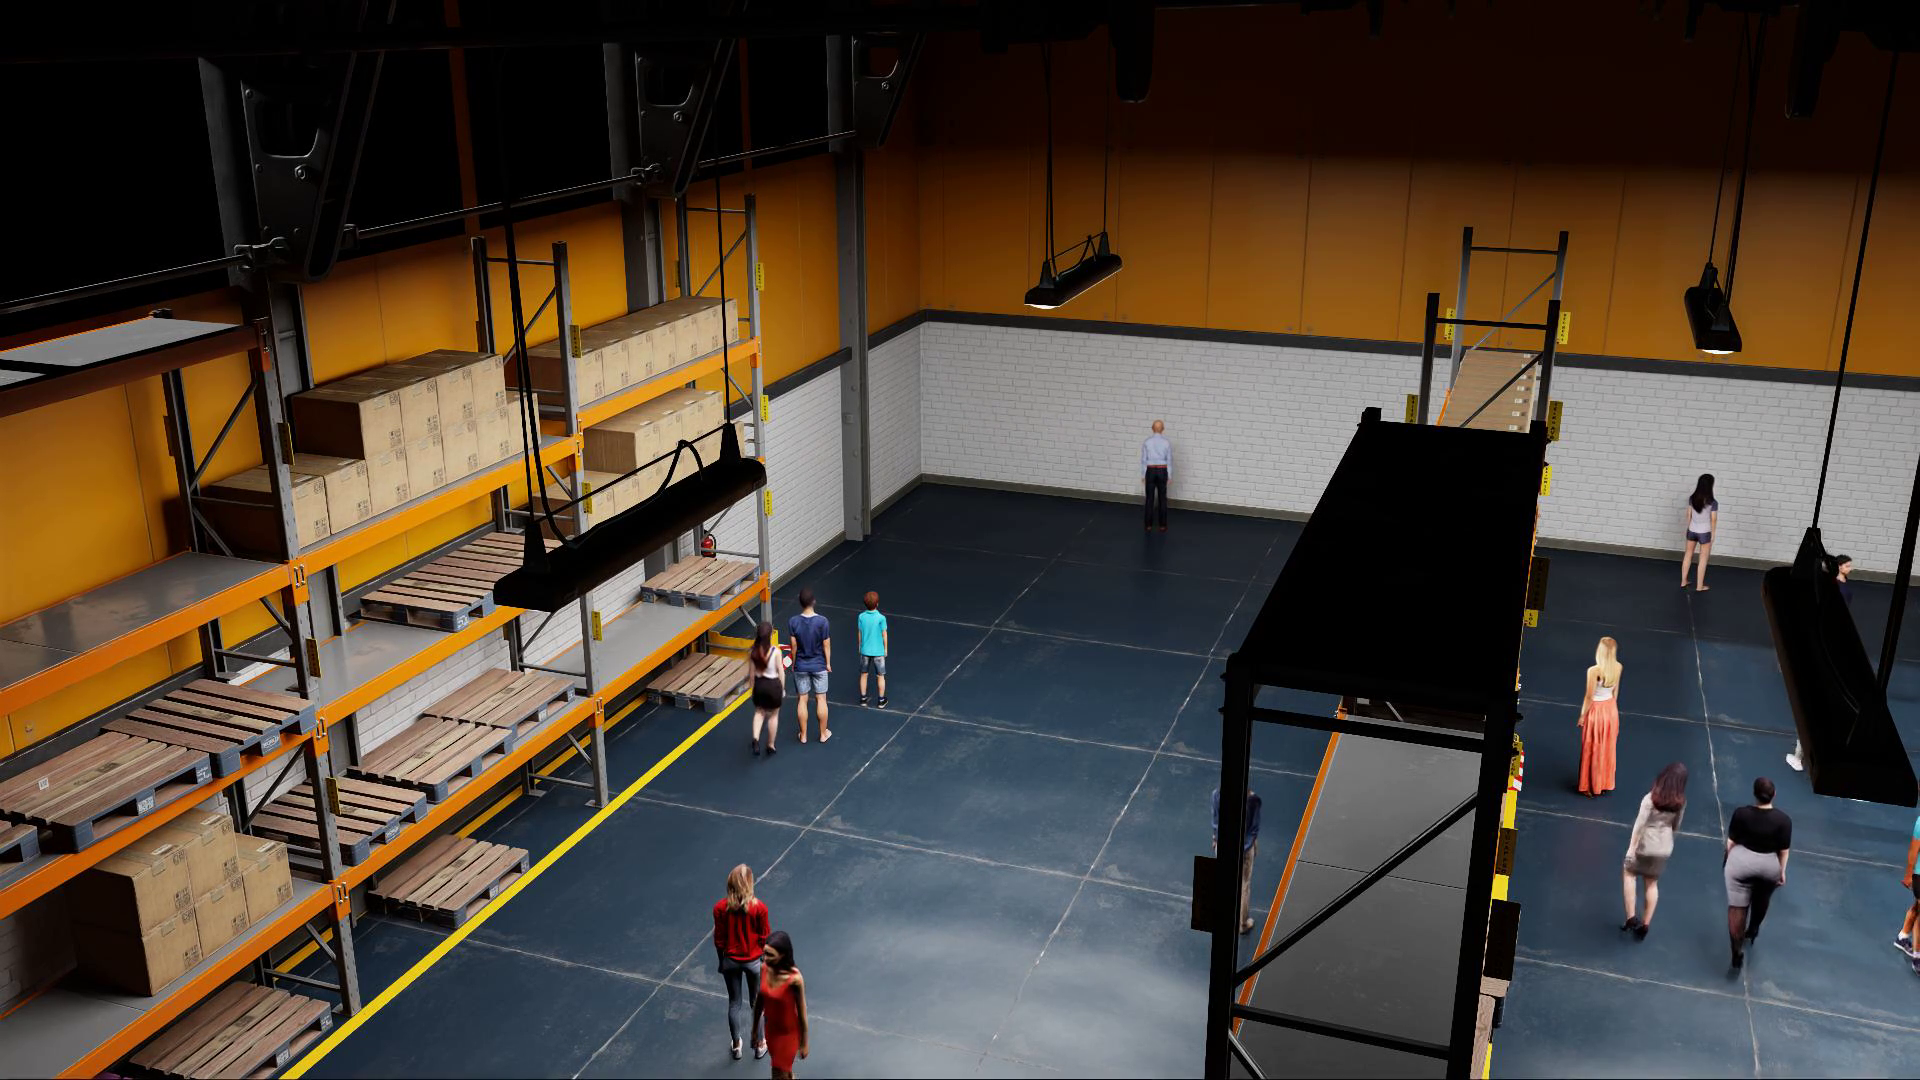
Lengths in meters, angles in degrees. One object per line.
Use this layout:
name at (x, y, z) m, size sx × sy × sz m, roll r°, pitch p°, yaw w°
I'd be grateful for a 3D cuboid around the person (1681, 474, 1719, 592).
person at (10.633, -0.126, 23.907) m, size 0.705 × 1.707 × 0.677 m, roll -13°, pitch 22°, yaw -33°

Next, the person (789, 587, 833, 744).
person at (-1.716, 1.438, 19.049) m, size 0.689 × 1.844 × 0.662 m, roll 0°, pitch 19°, yaw 0°

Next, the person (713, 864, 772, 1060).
person at (-1.750, 3.405, 13.431) m, size 0.680 × 1.703 × 0.622 m, roll 0°, pitch 19°, yaw 1°

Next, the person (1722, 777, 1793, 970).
person at (7.001, 2.980, 14.678) m, size 0.665 × 1.713 × 1.073 m, roll 7°, pitch 20°, yaw 20°

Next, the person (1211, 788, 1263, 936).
person at (2.516, 2.803, 15.225) m, size 0.602 × 1.697 × 0.549 m, roll 6°, pitch 20°, yaw 18°

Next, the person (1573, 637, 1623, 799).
person at (6.844, 1.885, 17.789) m, size 0.727 × 1.801 × 0.785 m, roll -8°, pitch 20°, yaw -23°

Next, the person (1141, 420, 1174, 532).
person at (3.124, -1.029, 26.461) m, size 0.692 × 1.789 × 0.625 m, roll 2°, pitch 19°, yaw 7°

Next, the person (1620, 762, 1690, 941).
person at (6.286, 2.846, 15.090) m, size 0.747 × 1.704 × 0.730 m, roll -6°, pitch 19°, yaw -16°

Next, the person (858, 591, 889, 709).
person at (-1.058, 1.309, 20.054) m, size 0.531 × 1.447 × 0.499 m, roll 5°, pitch 19°, yaw 13°

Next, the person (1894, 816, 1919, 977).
person at (8.569, 2.921, 14.787) m, size 0.850 × 1.754 × 0.968 m, roll -3°, pitch 19°, yaw -8°

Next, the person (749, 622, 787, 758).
person at (-2.174, 1.718, 18.543) m, size 0.613 × 1.638 × 0.804 m, roll 4°, pitch 19°, yaw 11°

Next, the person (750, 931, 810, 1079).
person at (-1.281, 3.693, 12.570) m, size 0.699 × 1.706 × 0.694 m, roll 14°, pitch 23°, yaw 35°
